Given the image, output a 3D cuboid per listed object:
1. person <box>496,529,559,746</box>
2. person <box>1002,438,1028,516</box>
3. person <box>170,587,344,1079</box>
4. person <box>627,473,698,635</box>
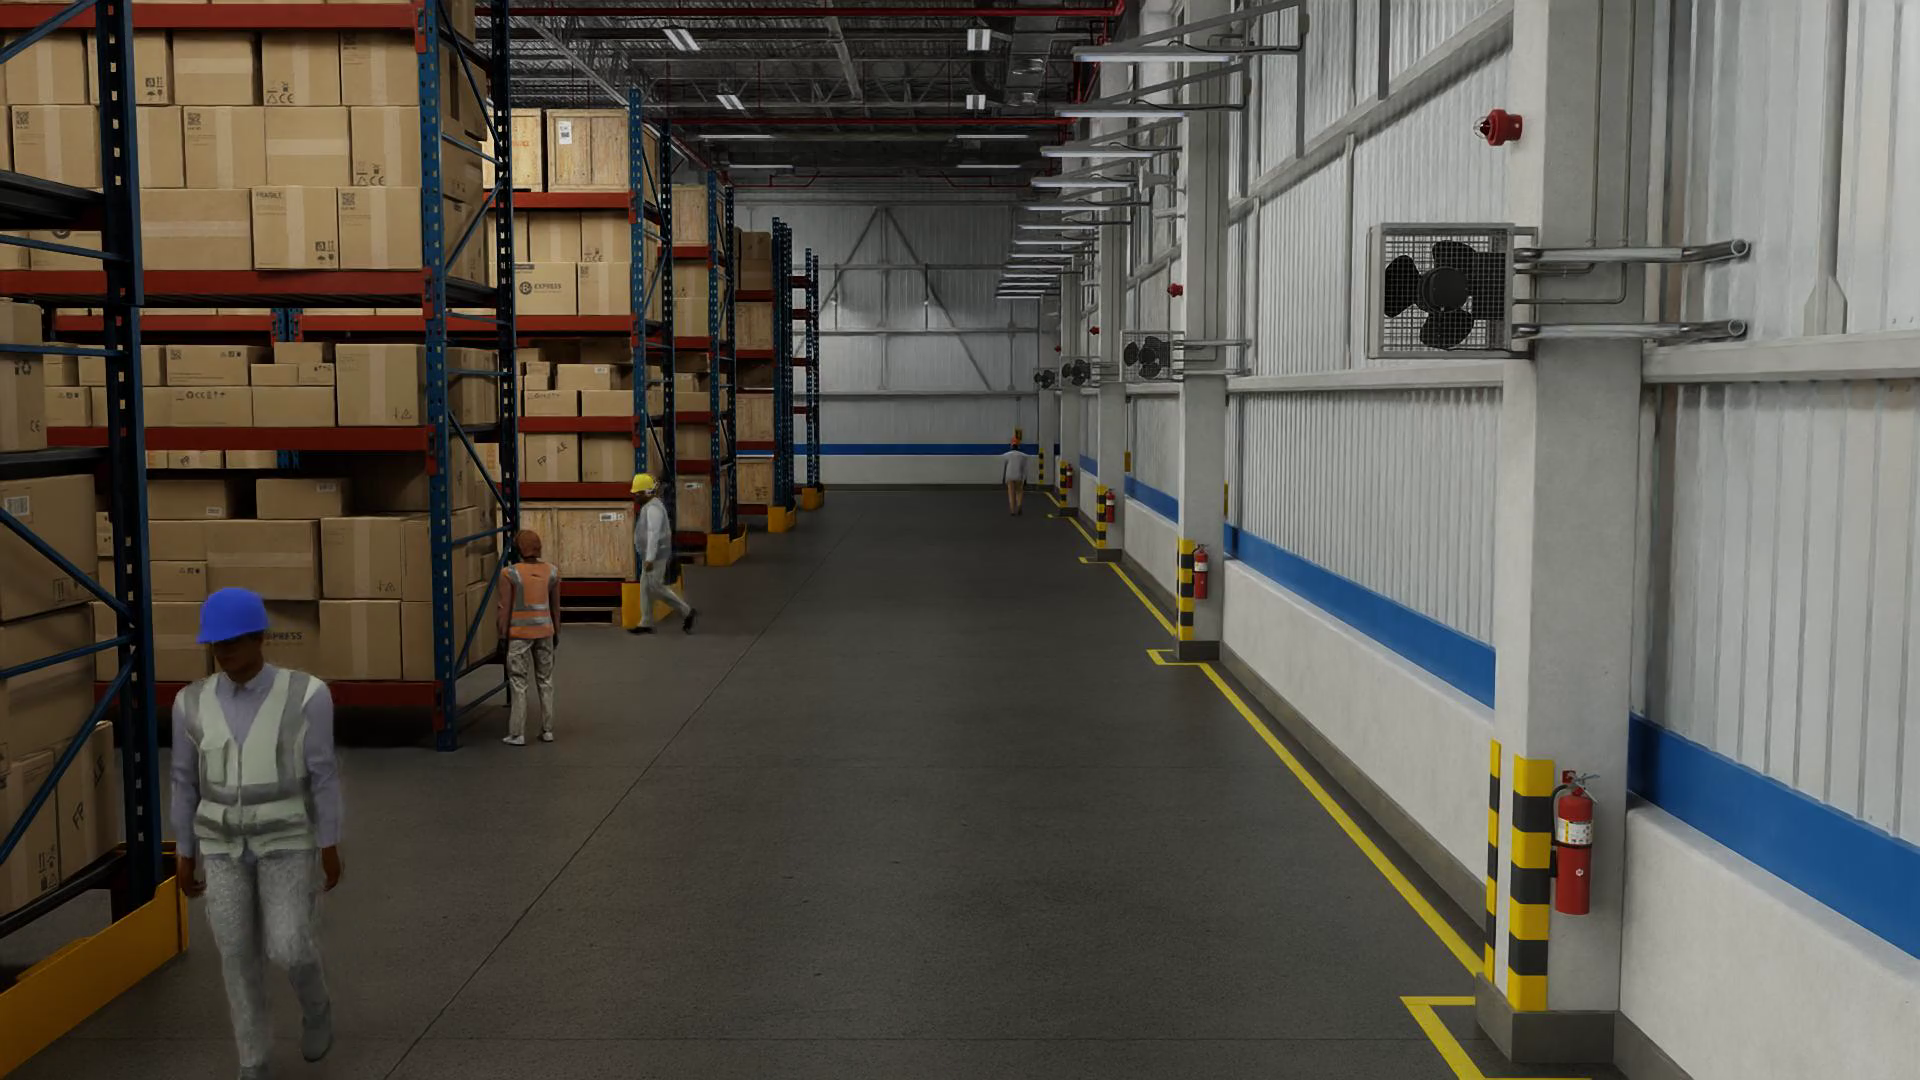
[{"bbox_3d":[-3.251,0.736,12.548,0.518,1.632,0.314,-5,7,-43],"label":"person"},{"bbox_3d":[1.217,-1.390,36.847,0.570,1.711,0.842,0,5,1],"label":"person"},{"bbox_3d":[-2.628,1.128,6.237,0.624,1.931,0.497,0,5,-3],"label":"person"},{"bbox_3d":[-3.283,0.160,18.289,0.701,1.799,0.613,-2,5,-18],"label":"person"}]
